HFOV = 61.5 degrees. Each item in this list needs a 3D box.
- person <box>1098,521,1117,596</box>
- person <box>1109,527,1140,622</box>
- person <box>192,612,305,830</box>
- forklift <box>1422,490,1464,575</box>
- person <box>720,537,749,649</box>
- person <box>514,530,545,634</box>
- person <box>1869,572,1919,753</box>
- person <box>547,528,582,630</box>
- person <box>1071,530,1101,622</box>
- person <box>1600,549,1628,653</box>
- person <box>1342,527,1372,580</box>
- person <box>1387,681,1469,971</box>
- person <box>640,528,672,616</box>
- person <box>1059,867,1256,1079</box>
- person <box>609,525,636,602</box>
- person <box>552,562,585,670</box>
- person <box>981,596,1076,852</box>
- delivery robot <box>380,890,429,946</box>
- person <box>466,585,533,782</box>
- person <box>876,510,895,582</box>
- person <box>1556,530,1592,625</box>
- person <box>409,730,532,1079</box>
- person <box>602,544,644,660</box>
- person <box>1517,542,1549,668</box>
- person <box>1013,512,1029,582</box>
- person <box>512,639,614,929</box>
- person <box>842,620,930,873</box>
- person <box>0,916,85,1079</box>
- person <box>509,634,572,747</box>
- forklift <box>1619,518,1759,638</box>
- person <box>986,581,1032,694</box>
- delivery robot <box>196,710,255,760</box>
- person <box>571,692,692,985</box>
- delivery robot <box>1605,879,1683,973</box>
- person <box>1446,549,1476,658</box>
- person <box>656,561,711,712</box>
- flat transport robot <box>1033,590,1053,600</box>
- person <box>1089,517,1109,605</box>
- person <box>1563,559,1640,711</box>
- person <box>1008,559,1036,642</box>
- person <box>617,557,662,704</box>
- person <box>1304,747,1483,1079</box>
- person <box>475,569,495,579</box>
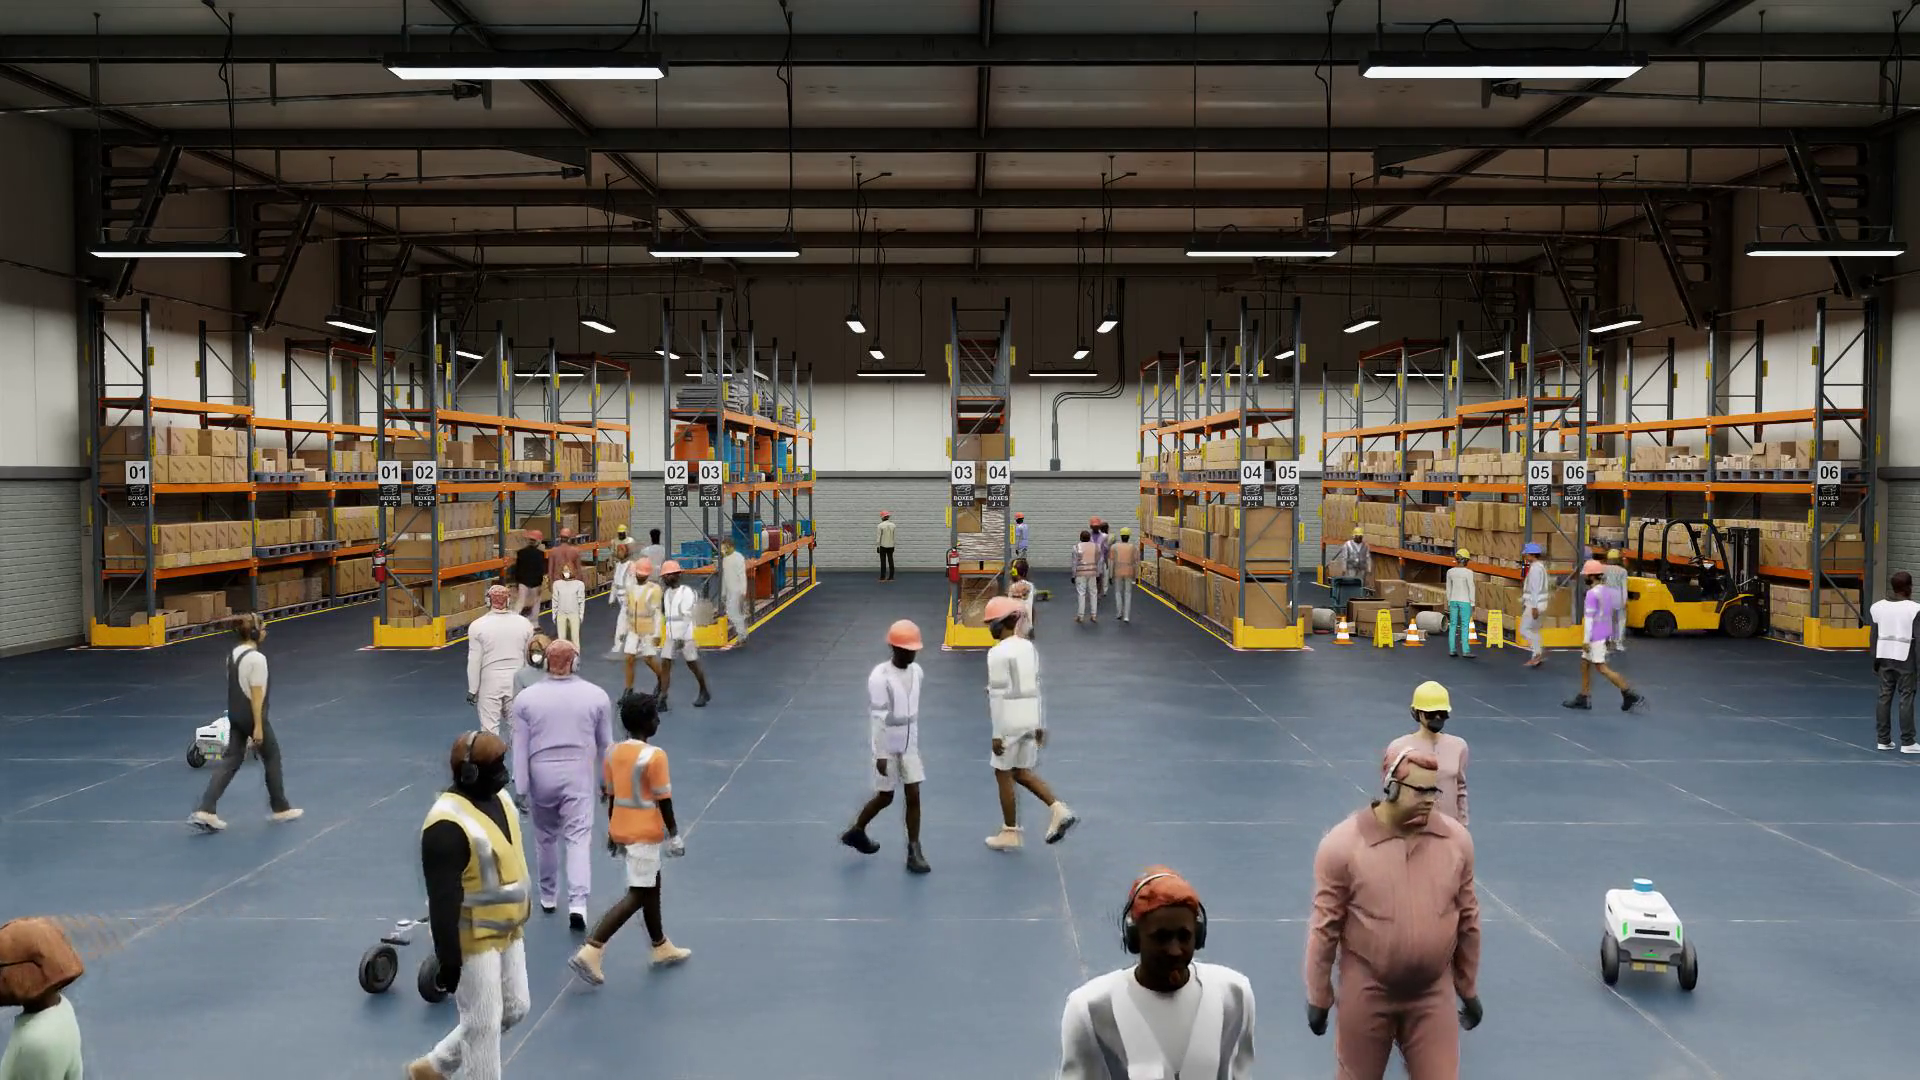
[{"bbox_3d":[3.522,0.453,39.608,0.652,1.829,0.478,0,2,6],"label":"person"},{"bbox_3d":[3.324,0.695,32.626,0.604,1.896,0.836,0,2,7],"label":"person"},{"bbox_3d":[-5.984,1.506,13.495,0.518,1.808,0.935,2,3,35],"label":"person"},{"bbox_3d":[13.926,-0.371,47.846,1.873,2.768,1.129,0,2,0],"label":"forklift"},{"bbox_3d":[-3.843,0.902,27.418,0.496,1.897,0.678,-1,3,-32],"label":"person"},{"bbox_3d":[-7.998,0.783,29.839,0.643,1.951,0.956,1,2,15],"label":"person"},{"bbox_3d":[10.021,1.297,17.257,0.398,1.920,0.588,-1,3,-26],"label":"person"},{"bbox_3d":[-7.400,0.760,30.204,0.637,1.973,0.577,-1,2,-14],"label":"person"},{"bbox_3d":[2.538,0.723,32.665,0.624,1.845,0.430,-1,2,-15],"label":"person"},{"bbox_3d":[10.877,1.008,26.846,0.511,1.718,0.597,2,3,41],"label":"person"},{"bbox_3d":[8.696,0.635,35.168,0.625,1.810,0.690,0,2,-6],"label":"person"},{"bbox_3d":[2.698,1.689,9.273,0.534,1.767,0.319,-1,2,-16],"label":"person"},{"bbox_3d":[-5.801,0.742,30.867,0.621,1.943,0.611,0,2,-11],"label":"person"},{"bbox_3d":[0.576,1.840,4.380,0.619,1.849,0.876,0,2,-11],"label":"person"},{"bbox_3d":[-7.849,0.553,37.442,0.617,1.796,0.839,0,2,-2],"label":"person"},{"bbox_3d":[-5.928,1.152,24.427,0.499,1.633,0.286,0,2,-1],"label":"person"},{"bbox_3d":[0.485,1.443,12.642,0.731,2.007,0.615,2,3,34],"label":"person"},{"bbox_3d":[-3.034,2.131,9.321,0.335,0.223,0.698,1,2,22],"label":"delivery robot"},{"bbox_3d":[-4.381,1.379,15.339,0.652,1.906,0.403,-2,3,-39],"label":"person"},{"bbox_3d":[-2.069,0.166,44.909,0.618,1.986,0.406,-2,3,-37],"label":"person"},{"bbox_3d":[11.641,0.767,30.636,0.629,1.925,0.445,0,2,-1],"label":"person"},{"bbox_3d":[-2.147,1.743,7.115,0.562,1.831,0.642,0,2,7],"label":"person"},{"bbox_3d":[-5.438,0.988,25.834,0.918,1.842,0.584,-2,3,-38],"label":"person"},{"bbox_3d":[8.748,0.996,24.657,0.450,1.927,0.637,1,2,23],"label":"person"},{"bbox_3d":[1.687,0.191,45.020,0.389,1.929,0.545,2,3,35],"label":"person"},{"bbox_3d":[-2.614,1.590,10.670,0.658,1.866,0.972,-1,2,-16],"label":"person"},{"bbox_3d":[-0.549,1.518,12.150,0.551,1.892,0.786,-2,3,-43],"label":"person"},{"bbox_3d":[-2.743,1.943,4.948,0.769,1.602,0.509,-2,3,-34],"label":"person"},{"bbox_3d":[-3.487,1.596,13.431,0.538,1.608,0.625,0,2,3],"label":"person"},{"bbox_3d":[13.417,0.684,29.791,2.313,2.155,1.214,0,2,0],"label":"forklift"},{"bbox_3d":[0.649,1.326,20.225,0.536,1.617,0.560,0,2,-10],"label":"person"},{"bbox_3d":[-7.444,1.975,16.464,0.477,0.478,0.707,0,2,11],"label":"delivery robot"},{"bbox_3d":[-1.939,1.730,9.469,0.803,1.669,0.540,-2,3,-41],"label":"person"},{"bbox_3d":[4.031,2.250,9.531,0.477,0.478,0.707,1,2,15],"label":"delivery robot"},{"bbox_3d":[8.127,1.022,26.166,0.324,1.760,0.523,-2,3,-37],"label":"person"},{"bbox_3d":[-3.539,1.202,20.403,0.571,1.886,0.984,2,3,35],"label":"person"},{"bbox_3d":[1.599,1.305,38.008,0.652,0.197,1.431,1,3,27],"label":"flat transport robot"},{"bbox_3d":[3.111,0.470,37.184,0.624,1.999,1.032,0,2,7],"label":"person"},{"bbox_3d":[8.052,1.194,20.202,0.902,1.907,0.546,2,3,38],"label":"person"},{"bbox_3d":[0.756,1.176,21.213,0.415,1.855,0.511,1,3,32],"label":"person"},{"bbox_3d":[-4.108,1.160,20.957,0.618,1.909,0.688,1,2,22],"label":"person"},{"bbox_3d":[1.691,1.744,6.270,0.708,1.892,0.424,0,2,-4],"label":"person"},{"bbox_3d":[-10.916,0.551,36.893,0.565,1.850,0.390,0,2,2],"label":"person"}]
